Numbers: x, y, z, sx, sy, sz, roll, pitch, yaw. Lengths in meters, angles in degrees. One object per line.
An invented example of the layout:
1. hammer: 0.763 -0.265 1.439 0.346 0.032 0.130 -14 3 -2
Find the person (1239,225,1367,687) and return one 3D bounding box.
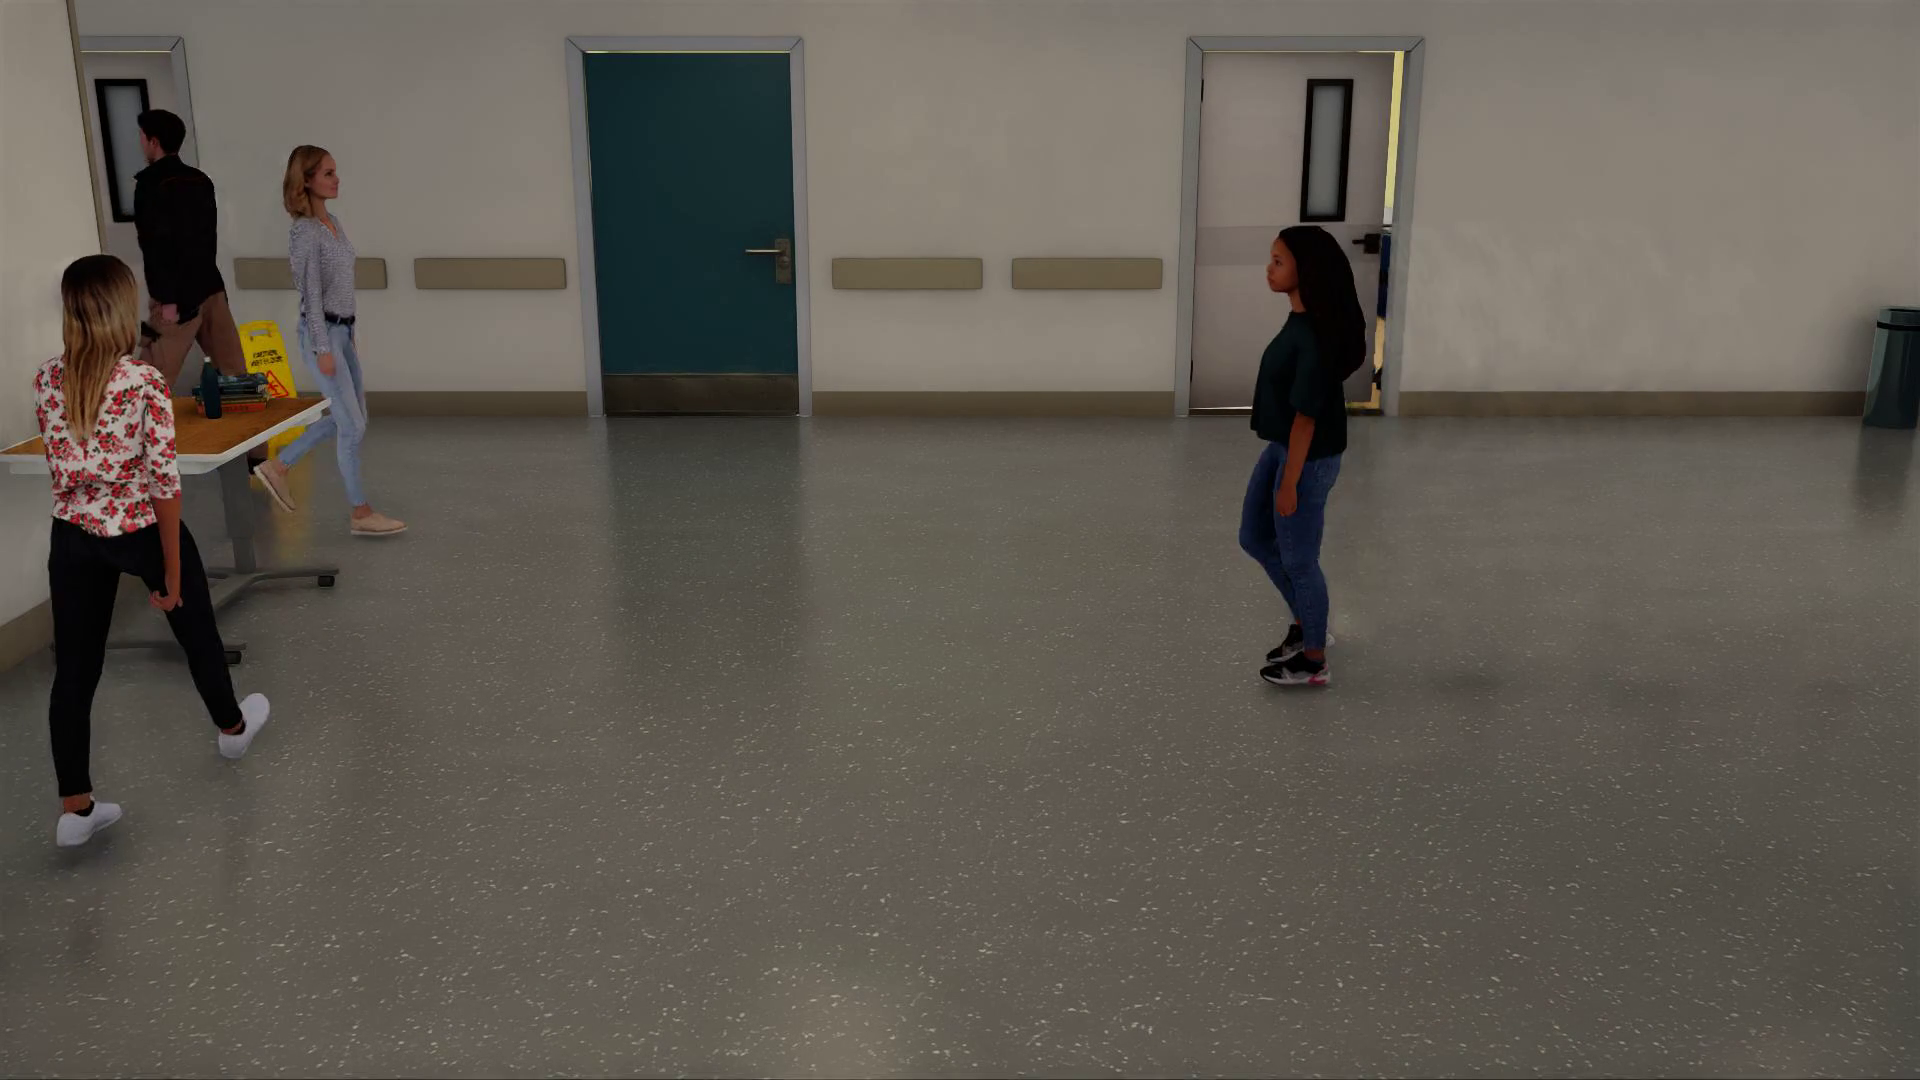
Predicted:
1. person: 1.254 -0.263 5.727 0.617 1.604 0.612 2 16 5

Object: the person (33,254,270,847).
1. person: -2.382 0.065 4.610 1.040 1.579 0.659 0 16 1

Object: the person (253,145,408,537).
1. person: -2.942 -0.873 7.562 0.915 1.782 0.603 0 16 1

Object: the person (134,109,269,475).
1. person: -3.920 -1.217 8.612 1.291 1.875 0.959 5 16 16
